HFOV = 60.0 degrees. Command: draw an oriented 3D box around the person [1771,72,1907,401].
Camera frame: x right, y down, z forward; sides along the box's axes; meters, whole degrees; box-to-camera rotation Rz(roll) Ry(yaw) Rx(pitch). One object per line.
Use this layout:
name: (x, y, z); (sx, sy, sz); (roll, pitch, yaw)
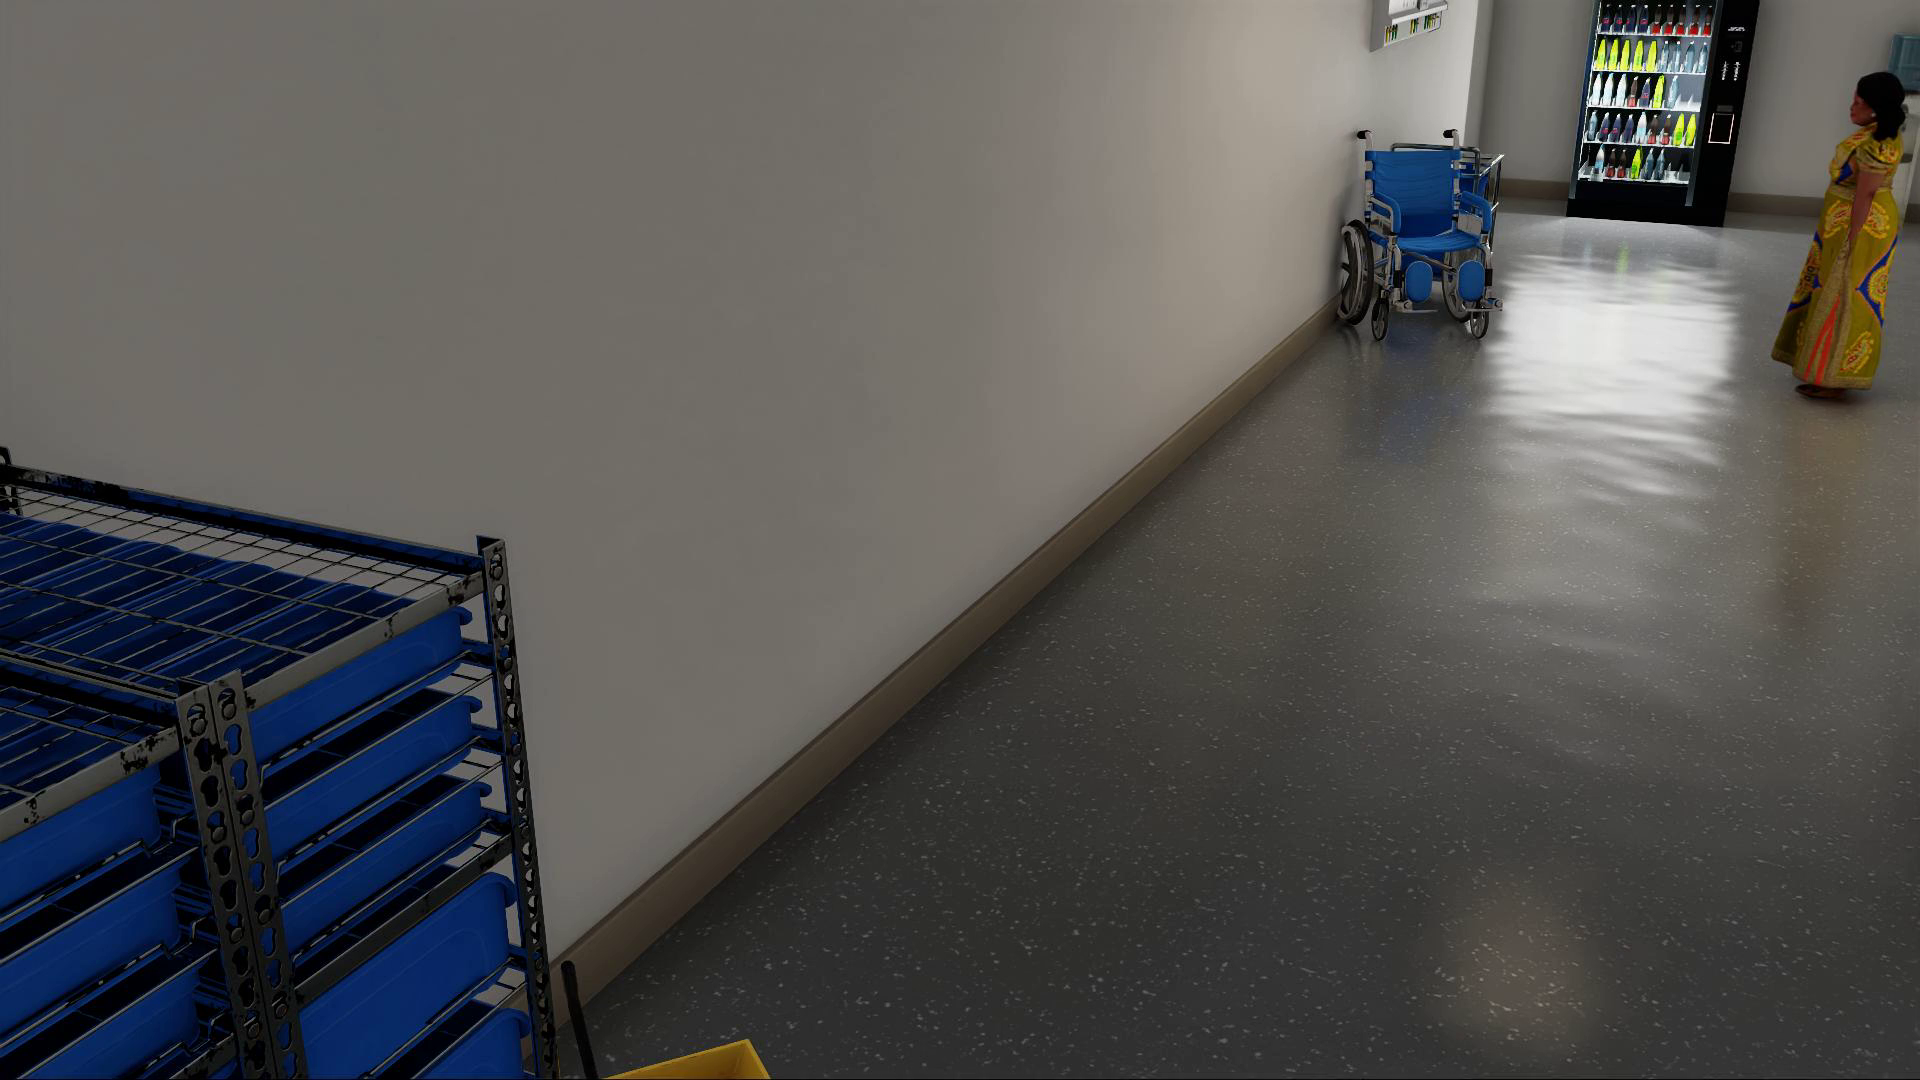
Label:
person: (4.661, -1.578, 8.630); (0.723, 1.656, 0.870); (10, 23, 25)
